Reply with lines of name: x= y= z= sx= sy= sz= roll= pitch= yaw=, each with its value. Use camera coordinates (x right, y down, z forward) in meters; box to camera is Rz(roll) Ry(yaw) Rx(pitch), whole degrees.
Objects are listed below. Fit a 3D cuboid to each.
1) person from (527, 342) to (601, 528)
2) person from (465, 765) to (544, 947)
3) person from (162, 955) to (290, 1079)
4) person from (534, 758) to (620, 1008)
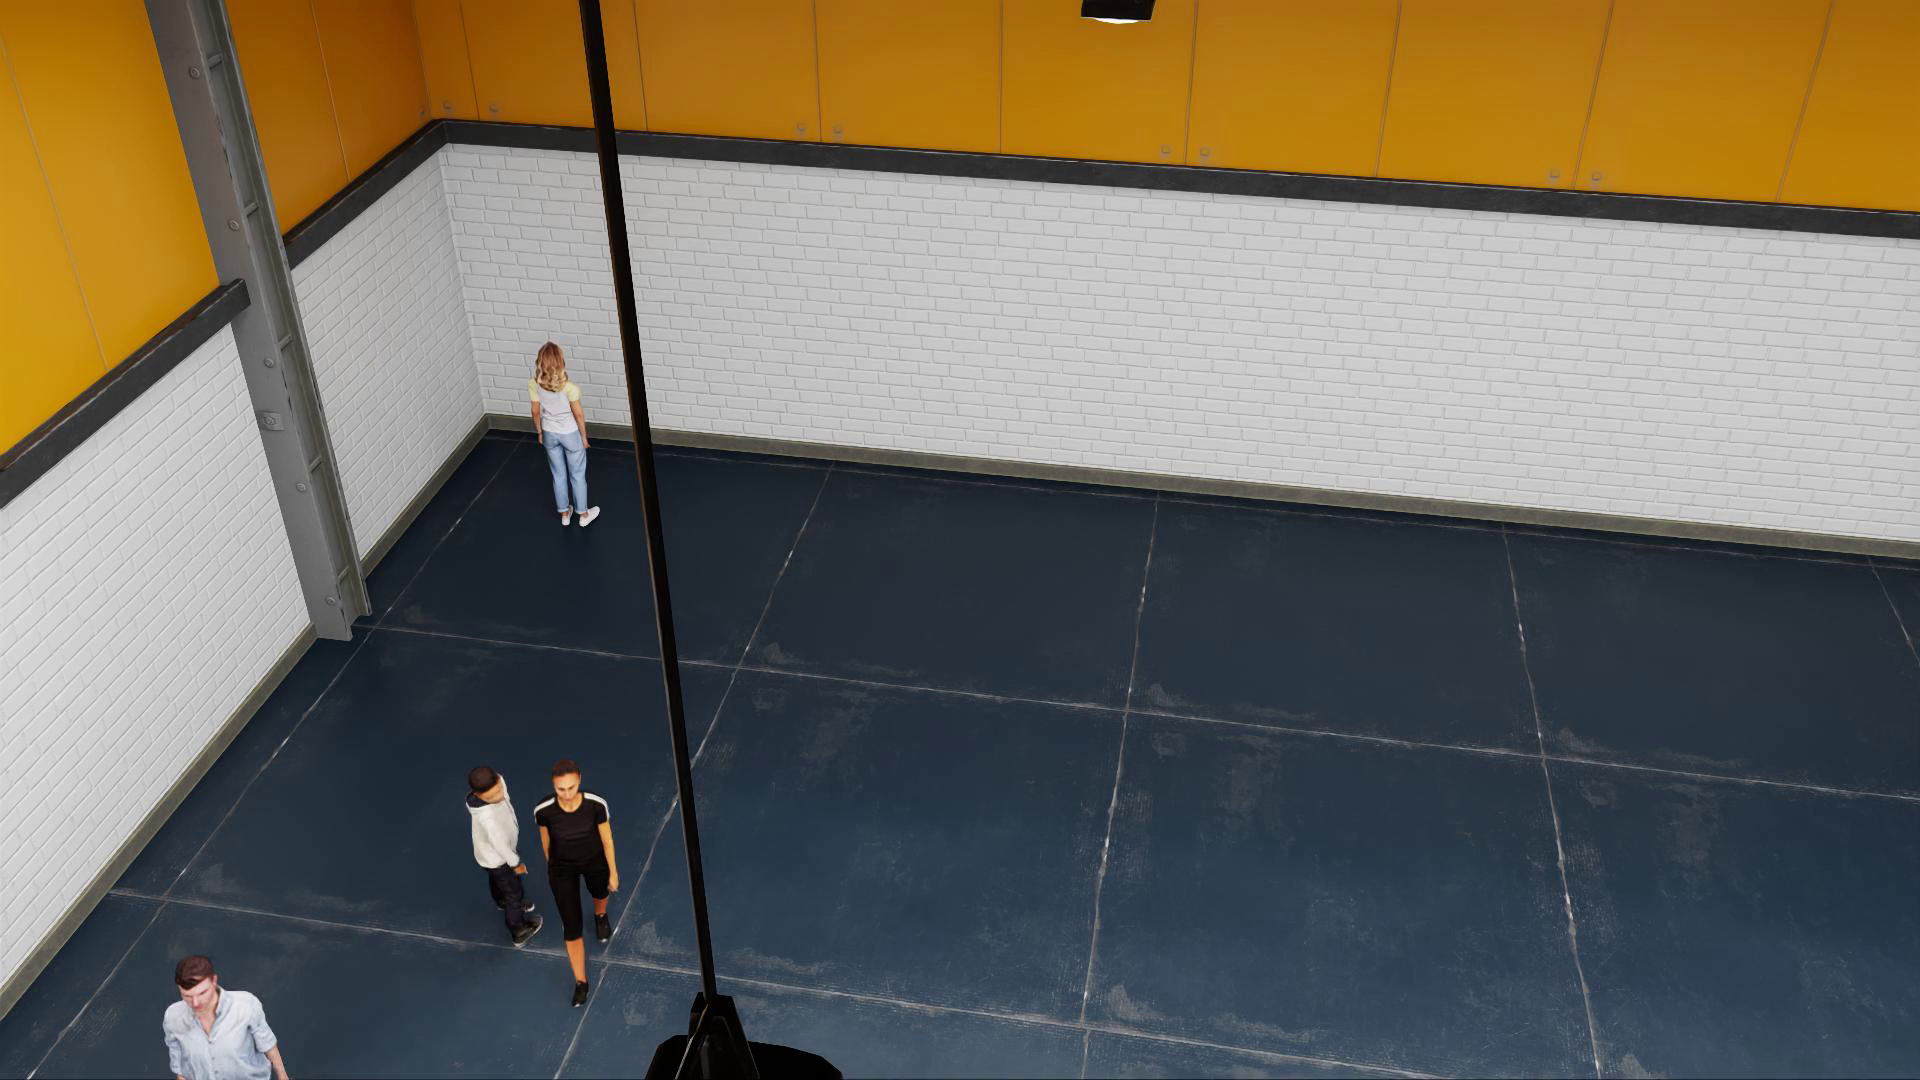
person: x=-3.367 y=-0.886 z=14.081 sx=0.615 sy=1.725 sz=0.533 roll=5 pitch=34 yaw=8
person: x=-2.839 y=1.897 z=10.167 sx=0.776 sy=1.423 sz=0.647 roll=-16 pitch=37 yaw=-22
person: x=-3.708 y=2.738 z=8.545 sx=0.927 sy=1.818 sz=1.278 roll=-5 pitch=34 yaw=-7
person: x=-2.277 y=1.893 z=9.996 sx=0.851 sy=1.618 sz=1.166 roll=-6 pitch=34 yaw=-9
